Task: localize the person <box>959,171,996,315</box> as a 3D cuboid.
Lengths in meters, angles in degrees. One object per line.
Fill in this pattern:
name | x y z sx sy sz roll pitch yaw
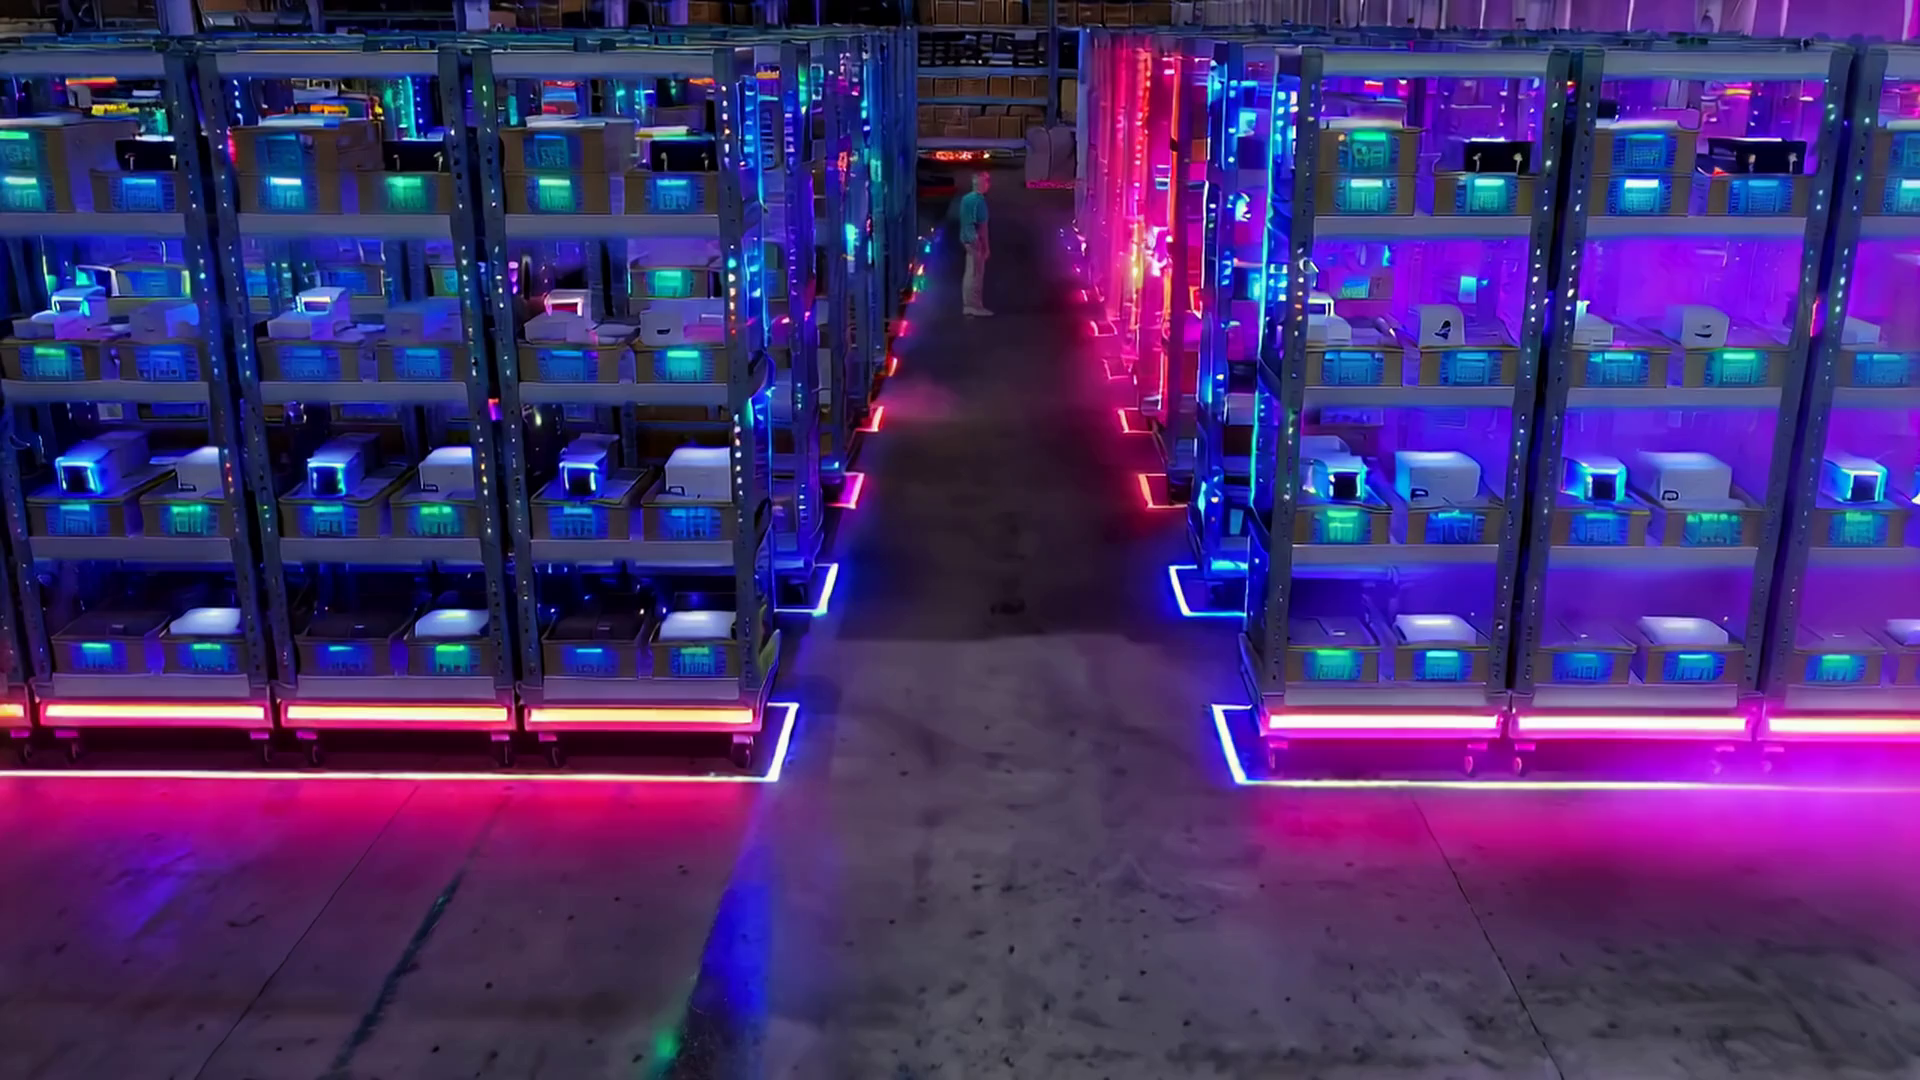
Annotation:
person | 0.198 -3.860 21.651 0.394 1.839 0.563 -9 19 -26
